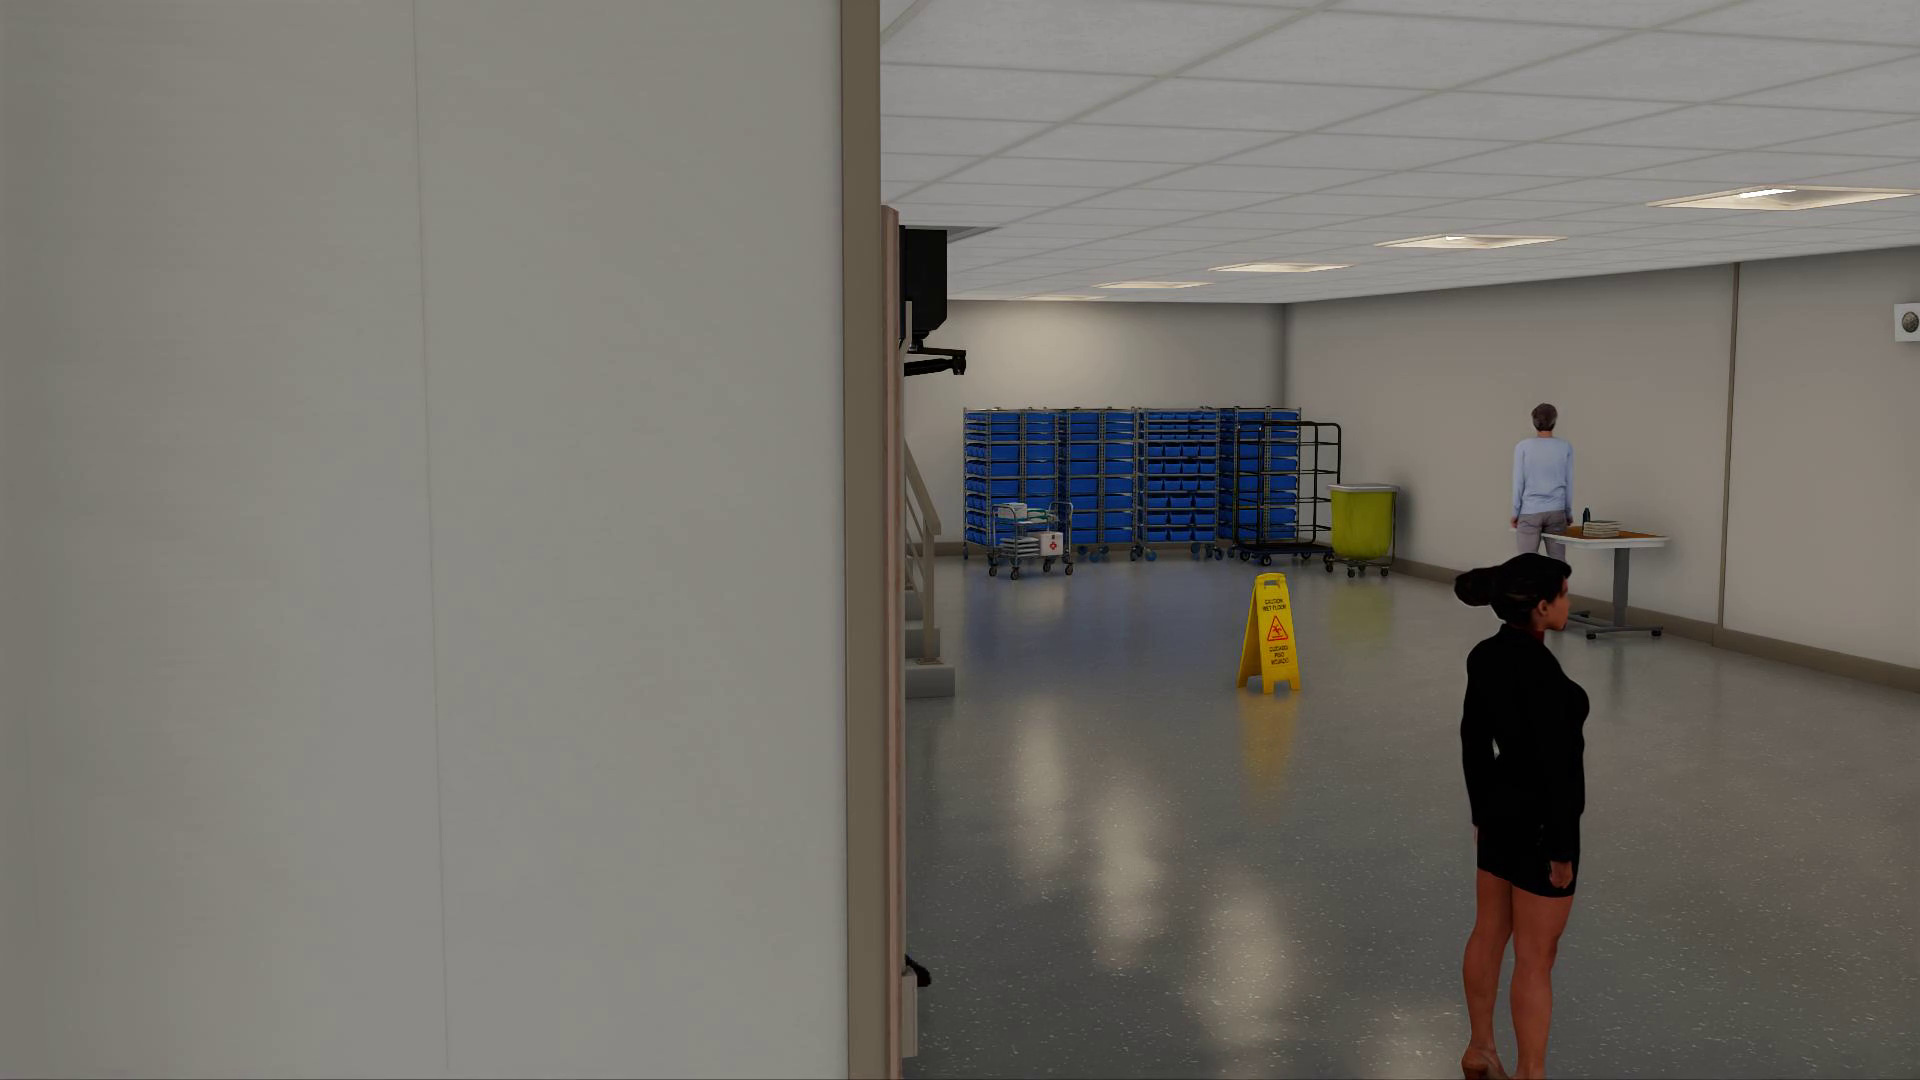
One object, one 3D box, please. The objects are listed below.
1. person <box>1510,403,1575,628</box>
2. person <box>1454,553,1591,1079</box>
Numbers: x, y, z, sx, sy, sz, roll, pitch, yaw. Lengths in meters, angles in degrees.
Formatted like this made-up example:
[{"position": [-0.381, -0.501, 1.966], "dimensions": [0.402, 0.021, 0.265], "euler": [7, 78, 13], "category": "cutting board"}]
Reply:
[{"position": [4.872, -0.201, 13.904], "dimensions": [0.745, 1.894, 0.724], "euler": [1, 6, 9], "category": "person"}, {"position": [1.607, 0.850, 4.730], "dimensions": [0.619, 1.640, 0.538], "euler": [-2, 6, -15], "category": "person"}]
